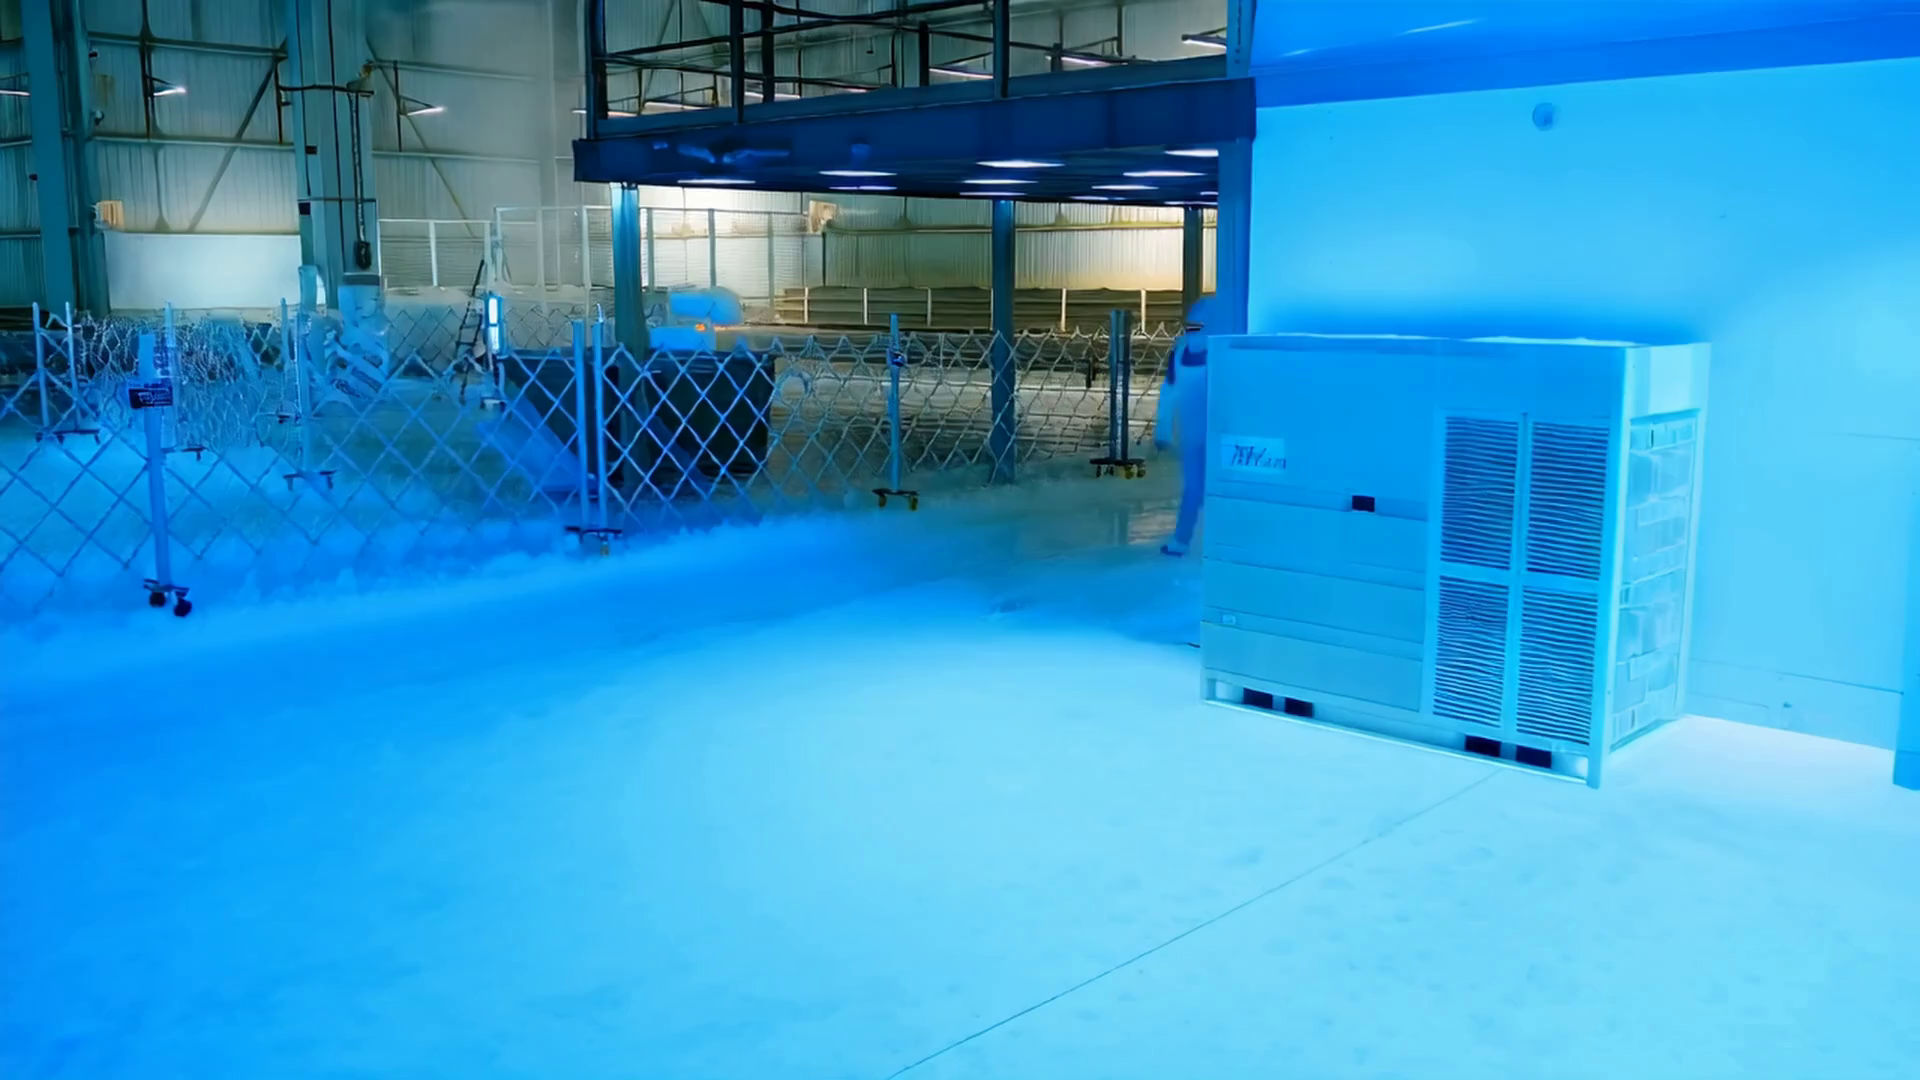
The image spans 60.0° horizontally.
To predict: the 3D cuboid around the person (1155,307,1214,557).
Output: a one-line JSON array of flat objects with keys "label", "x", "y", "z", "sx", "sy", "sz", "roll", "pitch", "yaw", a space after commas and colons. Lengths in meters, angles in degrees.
[{"label": "person", "x": 1.763, "y": -0.809, "z": 12.233, "sx": 0.510, "sy": 1.806, "sz": 0.966, "roll": 8, "pitch": 12, "yaw": 39}]
